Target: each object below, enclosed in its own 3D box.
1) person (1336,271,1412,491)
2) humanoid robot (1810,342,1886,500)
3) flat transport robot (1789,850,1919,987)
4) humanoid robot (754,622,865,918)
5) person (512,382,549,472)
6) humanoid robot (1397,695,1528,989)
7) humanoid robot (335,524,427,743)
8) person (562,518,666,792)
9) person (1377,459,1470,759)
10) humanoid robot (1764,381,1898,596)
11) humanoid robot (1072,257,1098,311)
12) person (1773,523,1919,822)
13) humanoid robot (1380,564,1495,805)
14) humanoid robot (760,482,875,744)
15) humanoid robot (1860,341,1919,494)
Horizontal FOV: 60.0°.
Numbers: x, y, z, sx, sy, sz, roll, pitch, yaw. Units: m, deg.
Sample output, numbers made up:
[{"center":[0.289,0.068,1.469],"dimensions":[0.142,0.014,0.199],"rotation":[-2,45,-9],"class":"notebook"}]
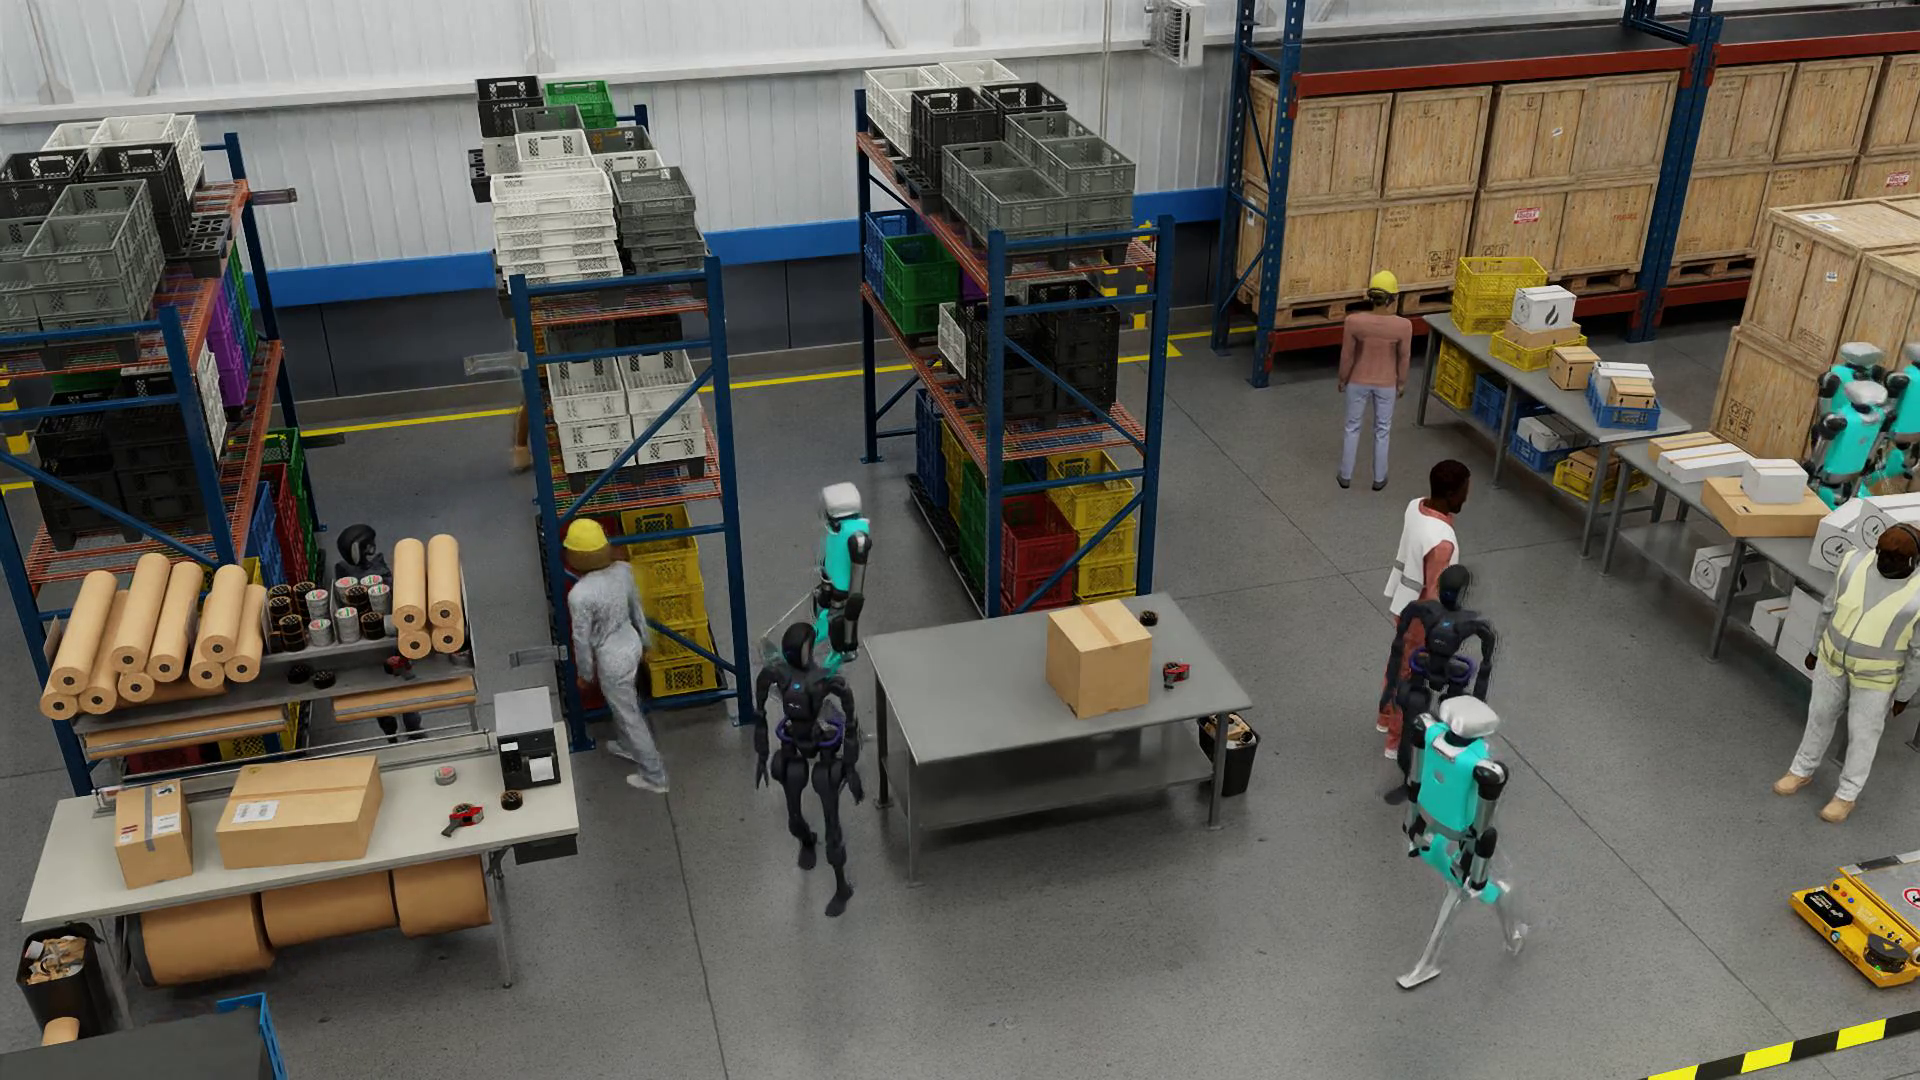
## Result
[{"center":[3.178,-1.216,12.826],"dimensions":[0.522,1.760,0.324],"rotation":[7,30,13],"class":"person"},{"center":[6.169,-0.438,11.430],"dimensions":[0.533,1.776,0.733],"rotation":[-13,31,-23],"class":"humanoid robot"},{"center":[5.163,1.916,8.676],"dimensions":[1.431,0.231,0.659],"rotation":[-8,30,-14],"class":"flat transport robot"},{"center":[-0.780,1.128,8.673],"dimensions":[0.609,1.624,0.571],"rotation":[7,30,12],"class":"humanoid robot"},{"center":[-3.182,-1.505,13.134],"dimensions":[1.065,1.972,0.741],"rotation":[-17,33,-28],"class":"person"},{"center":[2.539,1.447,8.057],"dimensions":[0.903,1.825,0.553],"rotation":[-17,33,-27],"class":"humanoid robot"},{"center":[-3.293,0.644,9.522],"dimensions":[0.611,1.652,0.311],"rotation":[15,32,25],"class":"humanoid robot"},{"center":[-1.983,0.661,9.463],"dimensions":[0.652,1.700,0.489],"rotation":[12,31,20],"class":"person"},{"center":[2.689,0.401,9.732],"dimensions":[0.394,1.910,0.590],"rotation":[1,29,1],"class":"person"},{"center":[5.726,-0.326,11.289],"dimensions":[0.533,1.817,0.808],"rotation":[-8,30,-15],"class":"humanoid robot"},{"center":[0.909,-1.742,13.886],"dimensions":[0.560,1.642,0.615],"rotation":[-4,29,-8],"class":"humanoid robot"},{"center":[5.004,0.719,9.235],"dimensions":[0.429,1.834,0.631],"rotation":[-17,33,-28],"class":"person"},{"center":[2.643,0.824,9.203],"dimensions":[0.591,1.632,0.388],"rotation":[14,32,23],"class":"humanoid robot"},{"center":[-0.845,0.524,9.696],"dimensions":[0.865,1.789,0.561],"rotation":[-10,30,-18],"class":"humanoid robot"},{"center":[6.478,-0.629,11.789],"dimensions":[0.531,1.810,0.686],"rotation":[-6,29,-12],"class":"humanoid robot"}]
